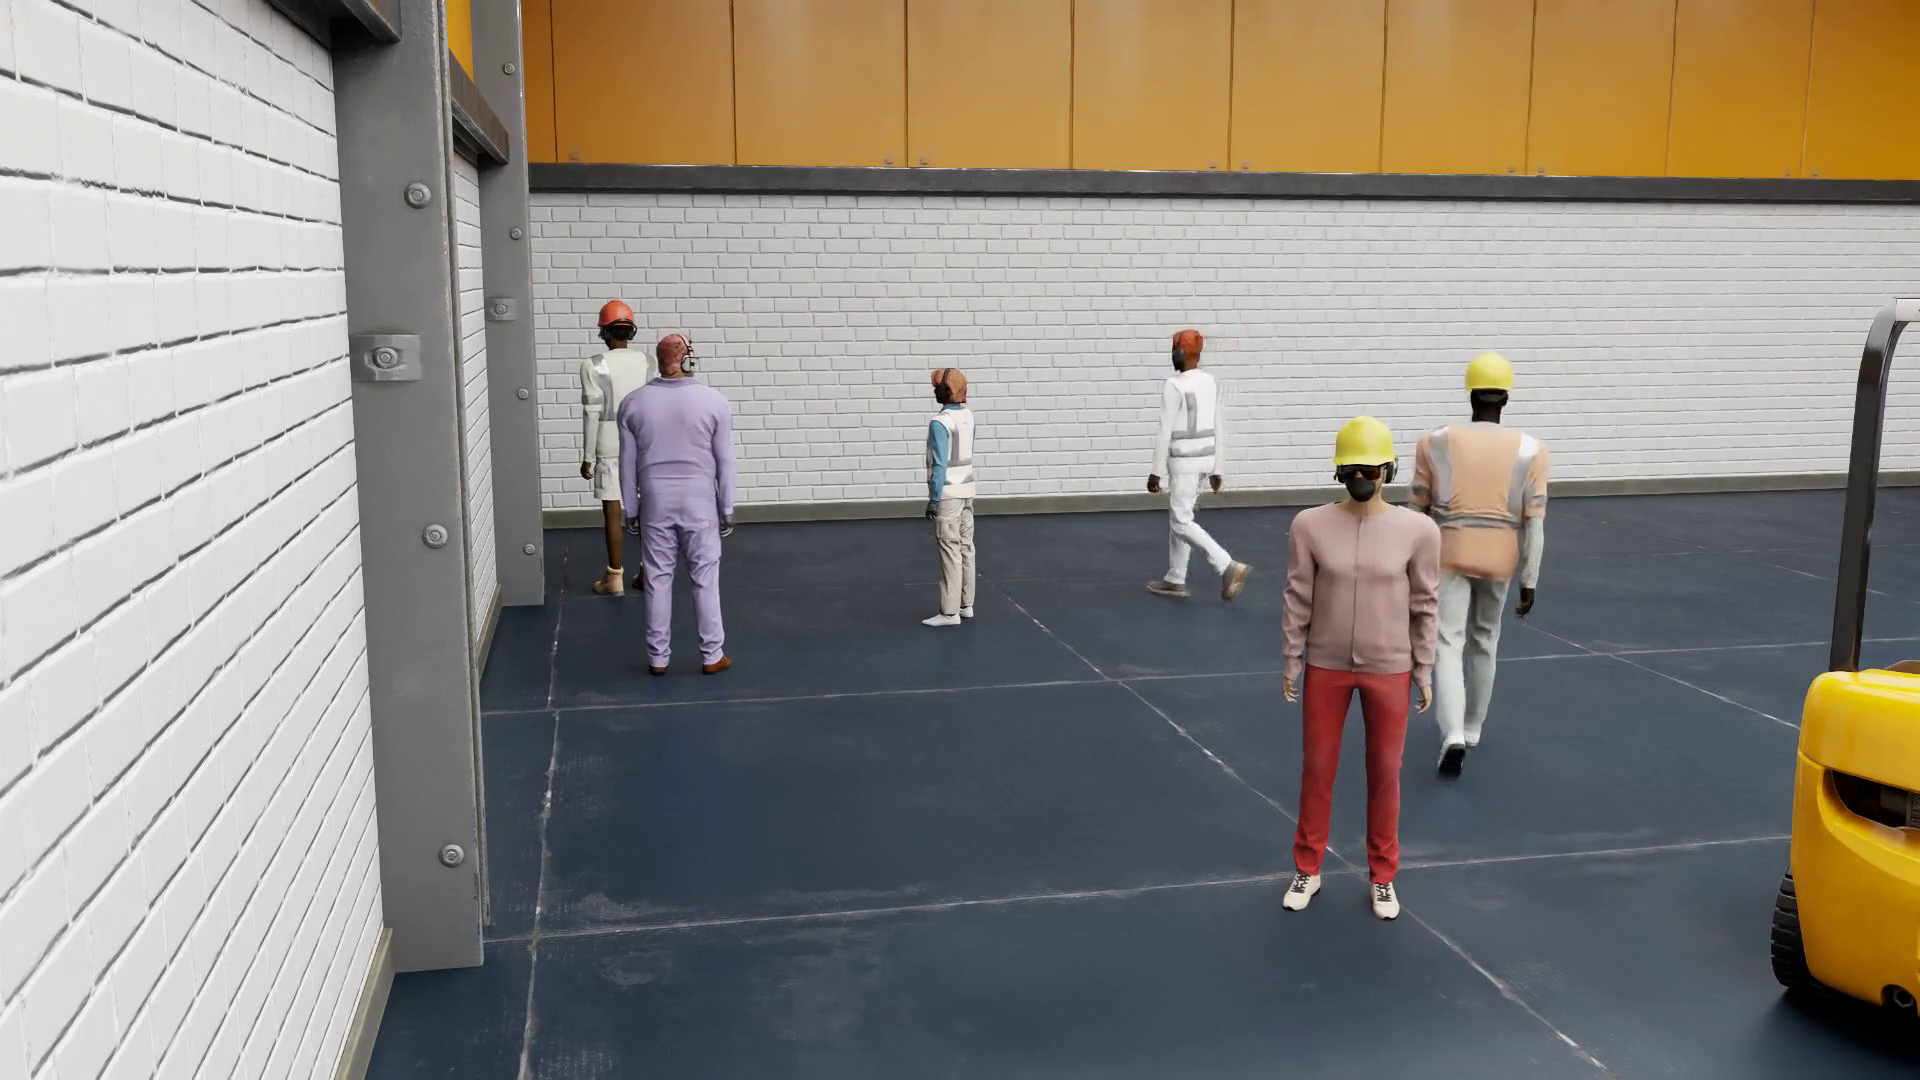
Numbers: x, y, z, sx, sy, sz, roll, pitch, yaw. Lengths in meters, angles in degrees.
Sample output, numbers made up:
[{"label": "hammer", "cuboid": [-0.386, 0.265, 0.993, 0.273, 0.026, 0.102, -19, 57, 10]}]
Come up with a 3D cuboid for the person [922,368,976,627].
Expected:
[{"label": "person", "cuboid": [-0.056, -0.269, 10.537, 0.309, 1.641, 0.515, 4, 10, 24]}]

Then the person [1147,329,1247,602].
[{"label": "person", "cuboid": [1.620, -0.494, 11.252, 0.785, 1.861, 0.578, 8, 12, 39]}]

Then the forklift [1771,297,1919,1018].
[{"label": "forklift", "cuboid": [3.542, 0.334, 5.177, 2.313, 2.155, 1.214, -9, 13, -43]}]

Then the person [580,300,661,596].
[{"label": "person", "cuboid": [-2.358, -0.634, 11.534, 0.614, 2.042, 0.373, -8, 12, -40]}]

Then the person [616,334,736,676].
[{"label": "person", "cuboid": [-1.559, -0.190, 9.257, 0.644, 1.903, 0.399, 0, 9, 1]}]

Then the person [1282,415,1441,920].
[{"label": "person", "cuboid": [1.383, 0.448, 5.779, 0.529, 1.767, 0.329, 3, 10, 17]}]

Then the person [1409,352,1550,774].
[{"label": "person", "cuboid": [2.346, 0.095, 7.579, 0.604, 1.894, 0.936, 2, 10, 12]}]
